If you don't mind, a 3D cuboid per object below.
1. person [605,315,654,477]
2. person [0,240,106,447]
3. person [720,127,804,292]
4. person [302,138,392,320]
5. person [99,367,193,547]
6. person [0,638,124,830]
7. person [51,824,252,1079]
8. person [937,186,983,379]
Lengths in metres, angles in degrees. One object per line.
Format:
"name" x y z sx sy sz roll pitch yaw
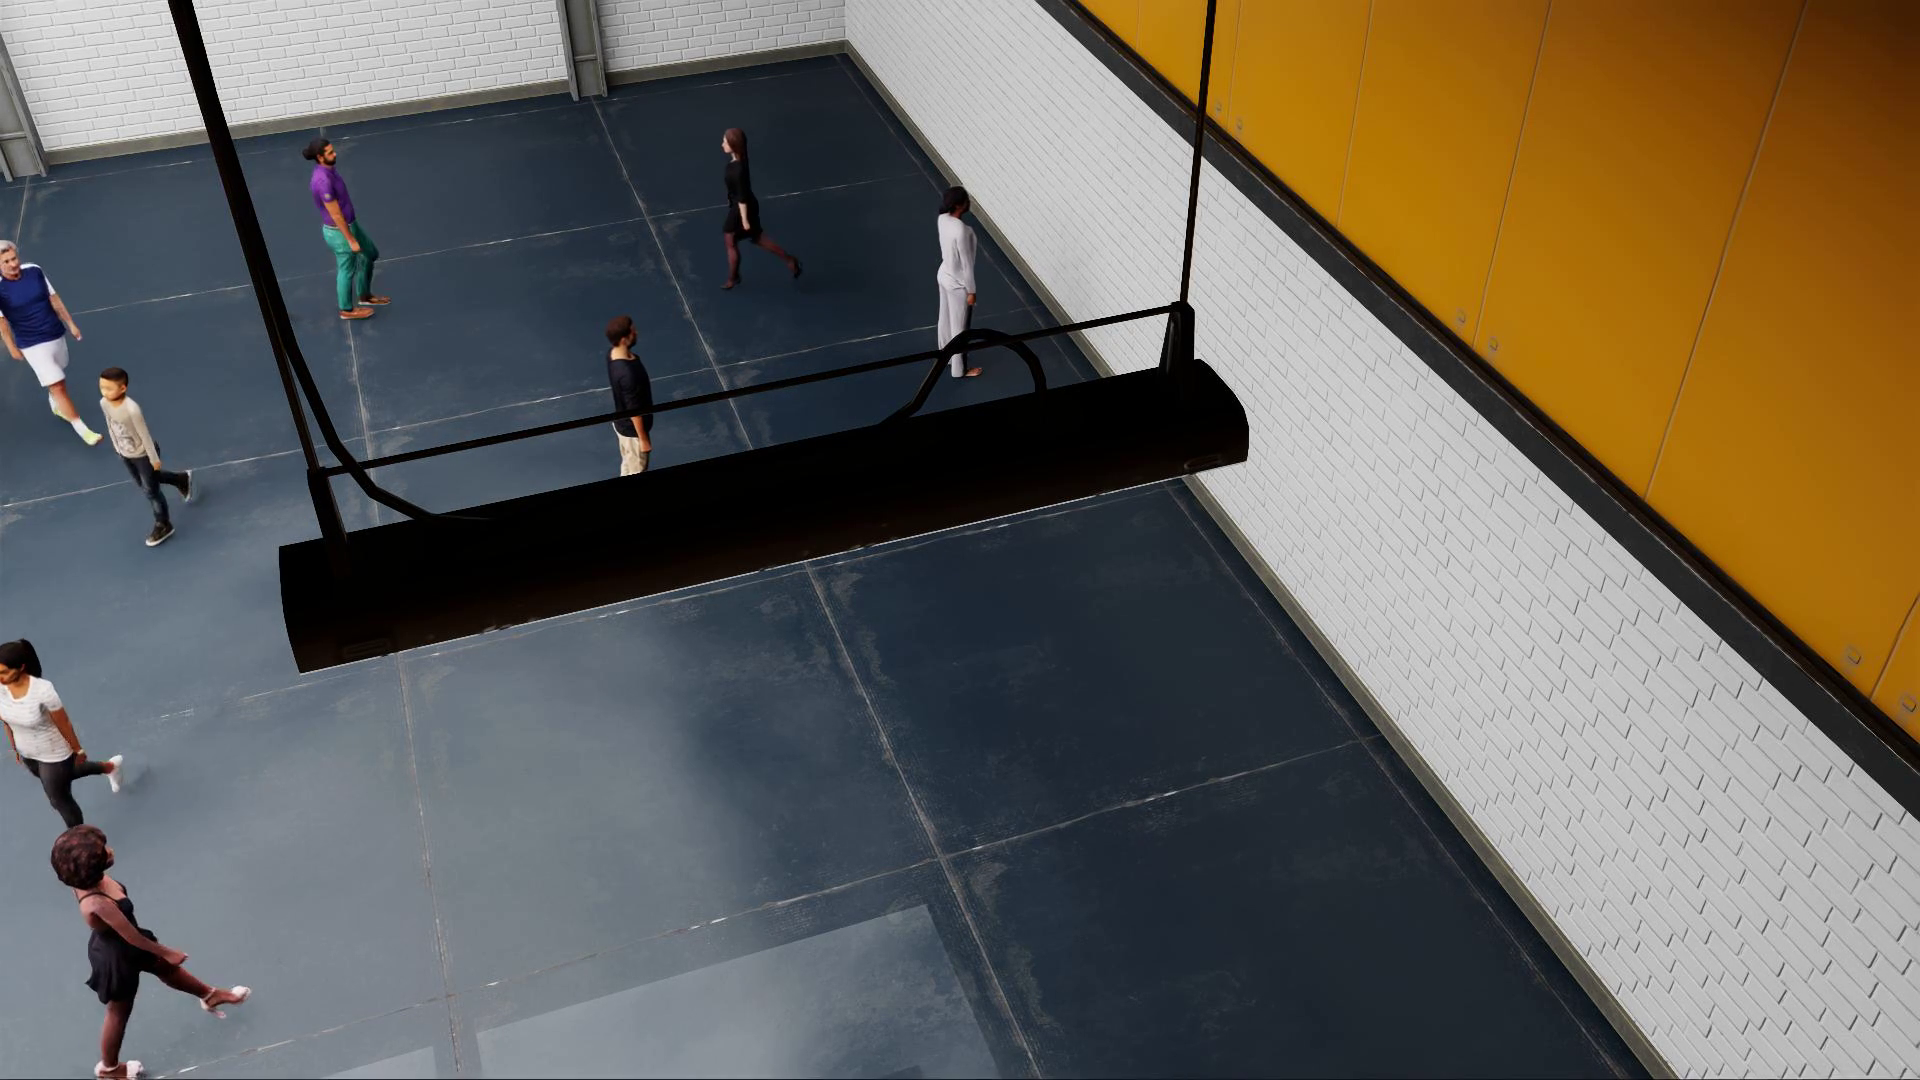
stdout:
"person" -2.458 -0.851 12.438 0.564 1.851 0.644 -15 41 -18
"person" -7.489 -1.644 13.480 1.153 1.789 1.126 19 42 22
"person" -1.898 -3.006 15.281 1.118 1.670 0.851 1 39 2
"person" -5.631 -2.754 14.899 0.734 1.752 0.697 -5 39 -6
"person" -6.146 -0.698 12.570 0.885 1.447 0.939 15 41 18
"person" -5.462 1.201 10.051 0.996 1.622 1.008 12 40 14
"person" -4.456 2.227 8.667 1.127 1.747 0.740 -23 44 -26
"person" -0.035 -2.220 14.245 0.561 1.736 0.652 -16 41 -20
